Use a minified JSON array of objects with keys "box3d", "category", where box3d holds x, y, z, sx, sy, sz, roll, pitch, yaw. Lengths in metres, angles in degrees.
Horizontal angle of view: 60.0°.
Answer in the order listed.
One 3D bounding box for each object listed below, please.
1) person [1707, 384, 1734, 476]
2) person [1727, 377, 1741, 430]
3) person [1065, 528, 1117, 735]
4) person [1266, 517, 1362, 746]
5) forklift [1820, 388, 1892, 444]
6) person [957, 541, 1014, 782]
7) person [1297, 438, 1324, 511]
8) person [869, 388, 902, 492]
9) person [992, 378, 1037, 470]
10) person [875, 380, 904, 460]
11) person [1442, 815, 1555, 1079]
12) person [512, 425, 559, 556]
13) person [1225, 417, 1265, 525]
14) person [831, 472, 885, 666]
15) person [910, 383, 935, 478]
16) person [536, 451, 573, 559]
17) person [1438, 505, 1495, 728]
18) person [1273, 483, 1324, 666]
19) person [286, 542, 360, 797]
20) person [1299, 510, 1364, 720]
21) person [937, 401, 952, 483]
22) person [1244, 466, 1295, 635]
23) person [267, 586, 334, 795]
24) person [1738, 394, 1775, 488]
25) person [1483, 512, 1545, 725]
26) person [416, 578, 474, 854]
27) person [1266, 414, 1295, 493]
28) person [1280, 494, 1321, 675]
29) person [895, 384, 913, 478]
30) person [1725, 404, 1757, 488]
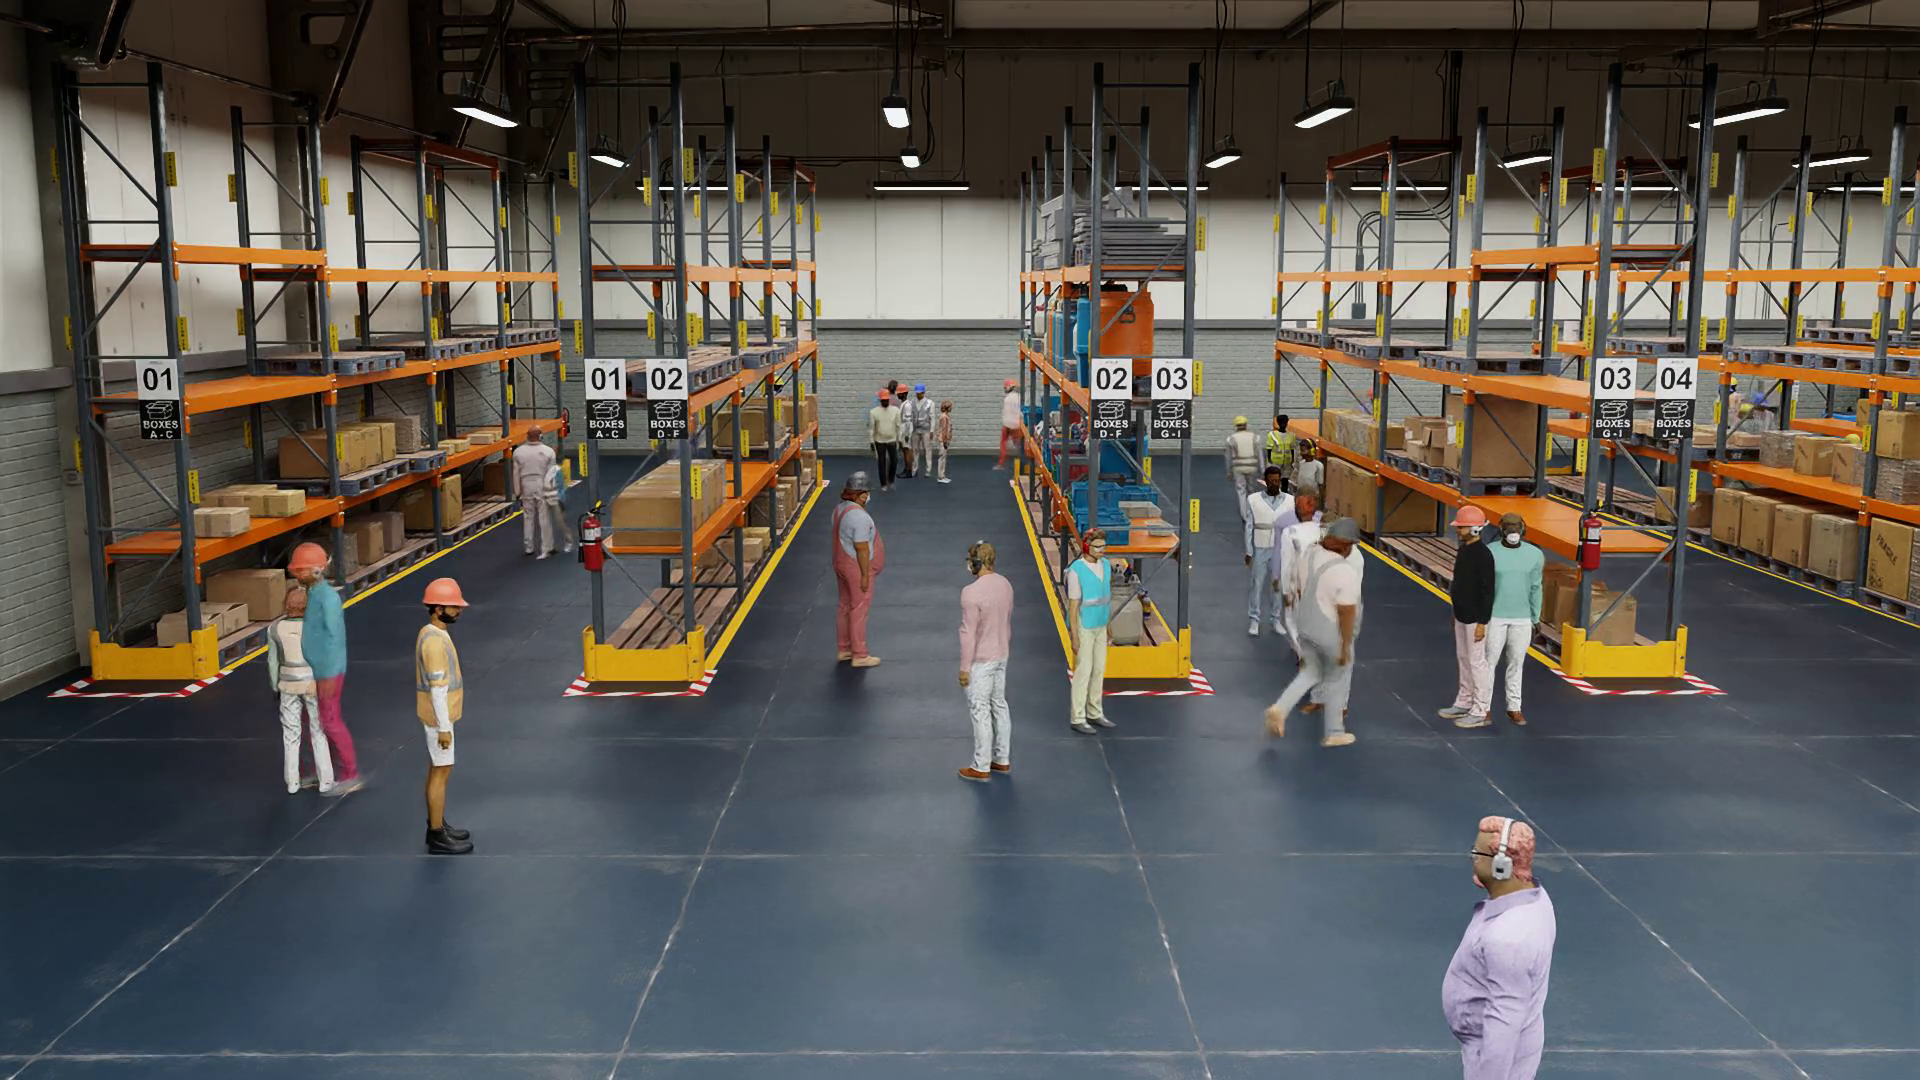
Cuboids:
[{"box3d":[15.587,-2.270,34.087,0.418,1.940,0.608,5,10,31],"category":"person"},{"box3d":[16.646,-2.548,35.927,0.382,1.919,0.584,6,11,33],"category":"person"},{"box3d":[1.139,0.794,14.712,0.404,1.832,0.573,7,11,37],"category":"person"},{"box3d":[3.064,0.779,14.133,0.776,2.000,0.734,-4,10,-26],"category":"person"},{"box3d":[20.072,-3.110,36.462,1.873,2.768,1.129,0,9,0],"category":"forklift"},{"box3d":[0.205,0.966,13.310,0.367,1.932,0.623,6,10,32],"category":"person"},{"box3d":[4.730,-0.458,22.658,0.328,1.865,0.517,-5,10,-28],"category":"person"},{"box3d":[-1.405,-1.873,31.402,0.643,1.971,0.536,-2,9,-10],"category":"person"},{"box3d":[1.153,-2.438,35.103,0.926,1.966,0.631,5,10,27],"category":"person"},{"box3d":[-1.561,-2.651,36.980,0.939,1.788,0.651,6,11,35],"category":"person"},{"box3d":[2.107,2.020,6.579,0.407,1.908,0.641,4,10,23],"category":"person"},{"box3d":[-6.144,-0.714,24.171,0.652,1.906,0.403,0,9,1],"category":"person"},{"box3d":[4.702,-1.154,27.502,0.658,1.747,0.961,-1,9,-5],"category":"person"},{"box3d":[-1.046,0.284,17.318,0.535,2.000,0.681,-4,10,-26],"category":"person"},{"box3d":[-0.807,-2.228,33.804,0.611,1.938,0.412,3,9,19],"category":"person"},{"box3d":[-5.912,-0.555,24.165,0.539,1.600,0.837,3,9,18],"category":"person"},{"box3d":[4.564,0.680,14.918,0.395,1.993,0.614,-1,9,-5],"category":"person"},{"box3d":[3.583,0.360,17.355,0.633,1.894,0.966,2,9,15],"category":"person"},{"box3d":[-4.963,0.997,12.898,0.399,1.994,0.624,-7,11,-39],"category":"person"},{"box3d":[3.369,0.680,15.140,0.369,1.933,0.627,-7,11,-37],"category":"person"},{"box3d":[-0.298,-1.944,32.970,0.316,1.633,0.515,0,9,3],"category":"person"},{"box3d":[3.504,0.113,18.810,0.588,1.920,0.392,-1,9,-4],"category":"person"},{"box3d":[-5.087,1.167,12.906,0.523,1.645,0.306,-1,9,-3],"category":"person"},{"box3d":[15.055,-1.834,31.464,0.625,1.890,0.964,-2,9,-14],"category":"person"},{"box3d":[4.911,0.706,14.931,0.638,1.938,0.356,0,9,1],"category":"person"},{"box3d":[-3.599,1.220,11.637,0.377,1.932,0.551,-3,9,-19],"category":"person"},{"box3d":[5.566,-1.340,28.864,0.534,1.698,0.318,-2,9,-12],"category":"person"},{"box3d":[3.470,0.482,16.621,0.567,1.869,0.465,-2,9,-10],"category":"person"},{"box3d":[-1.143,-2.206,33.714,0.387,1.929,0.548,-2,9,-11],"category":"person"},{"box3d":[14.743,-1.711,31.249,0.493,1.697,0.866,-4,10,-22],"category":"person"}]
